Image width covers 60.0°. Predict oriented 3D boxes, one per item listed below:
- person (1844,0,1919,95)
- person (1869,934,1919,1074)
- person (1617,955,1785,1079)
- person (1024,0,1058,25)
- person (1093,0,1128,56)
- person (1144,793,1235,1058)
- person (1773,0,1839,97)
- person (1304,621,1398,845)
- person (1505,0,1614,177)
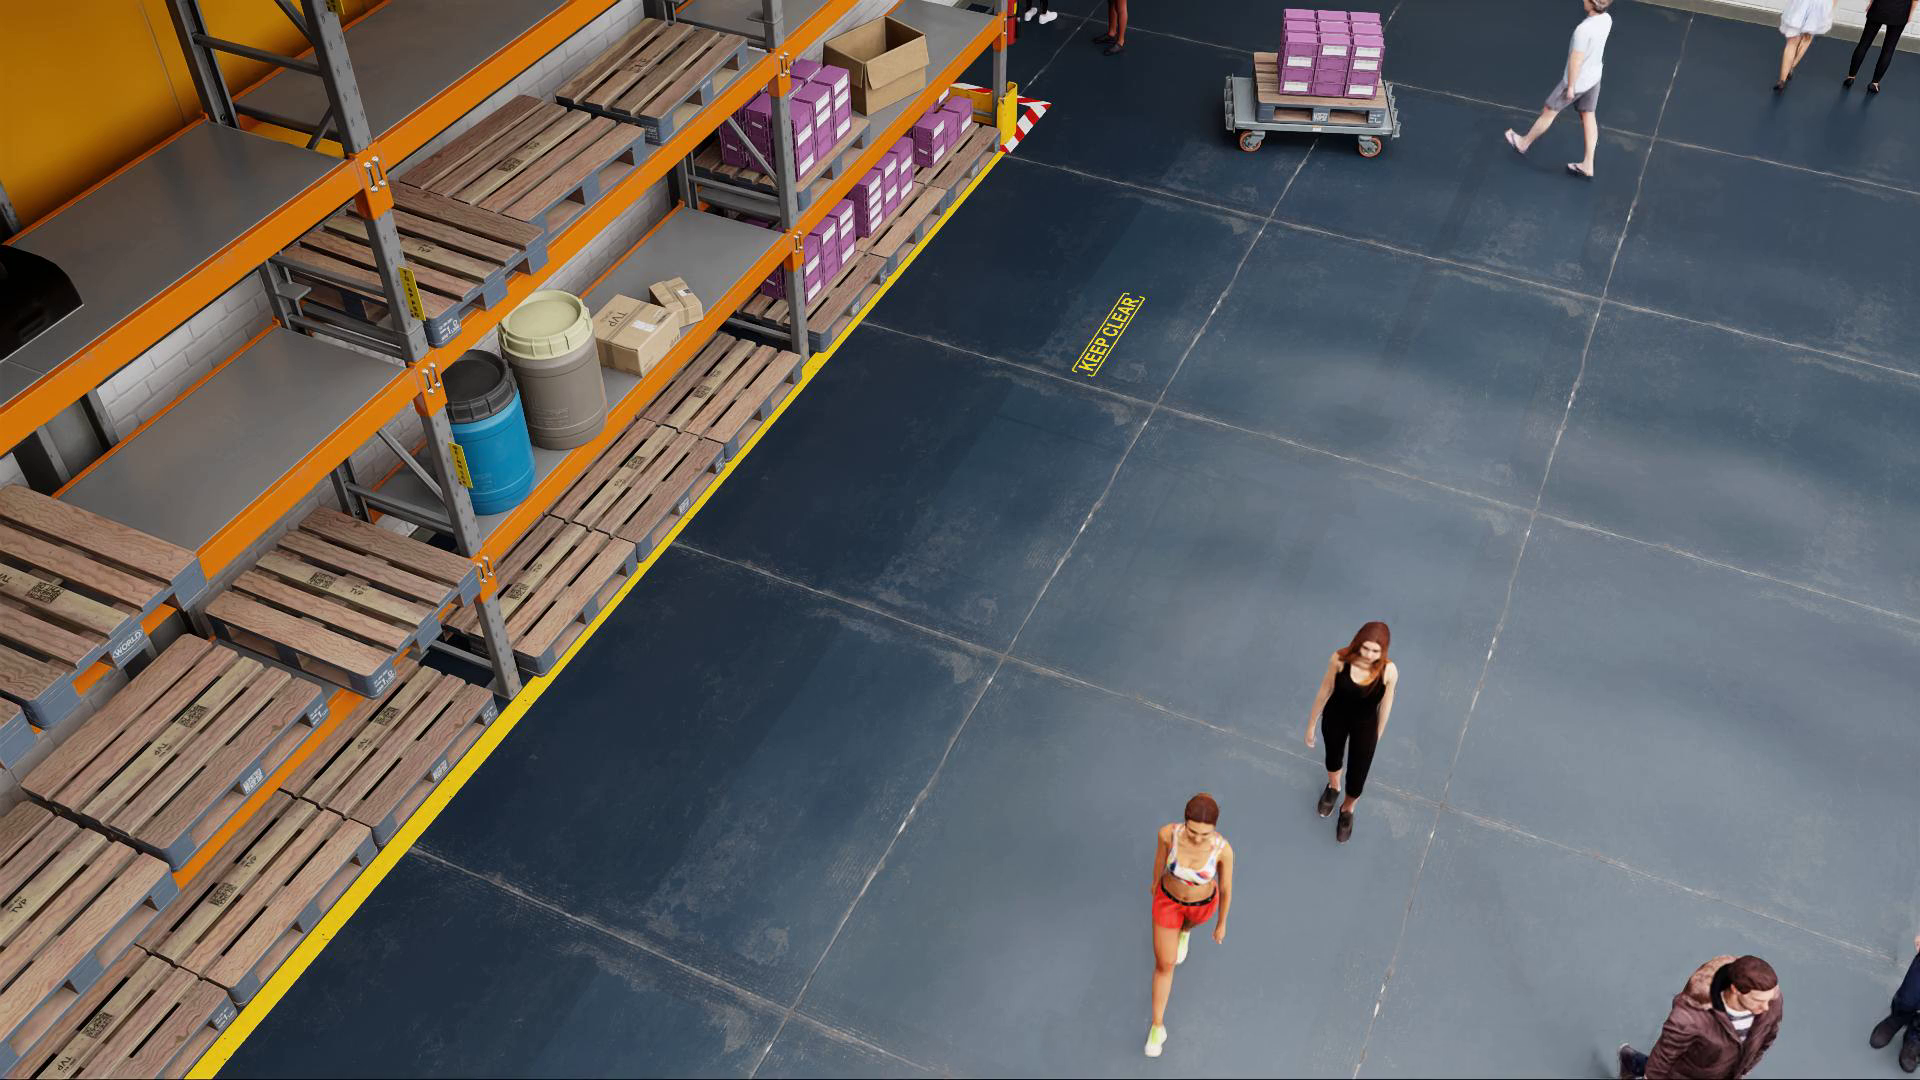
[{"bbox_3d":[9.214,-5.233,16.495,0.649,1.661,0.623,30,51,27],"label":"person"},{"bbox_3d":[5.264,2.100,8.643,0.696,1.874,0.653,27,50,25],"label":"person"},{"bbox_3d":[3.599,2.532,8.221,1.097,1.831,1.190,-9,44,-10],"label":"person"},{"bbox_3d":[0.841,-6.337,17.590,0.602,1.749,0.549,22,48,22],"label":"person"},{"bbox_3d":[1.621,-5.884,17.119,0.721,1.743,0.661,-14,45,-14],"label":"person"},{"bbox_3d":[1.241,1.879,8.970,0.714,1.743,1.218,11,45,11],"label":"person"},{"bbox_3d":[8.377,-5.216,16.380,0.652,1.794,0.807,17,46,17],"label":"person"},{"bbox_3d":[2.342,1.031,9.886,0.570,1.708,0.647,20,47,19],"label":"person"},{"bbox_3d":[5.782,-4.179,15.297,1.183,1.787,1.068,-28,50,-26],"label":"person"}]
